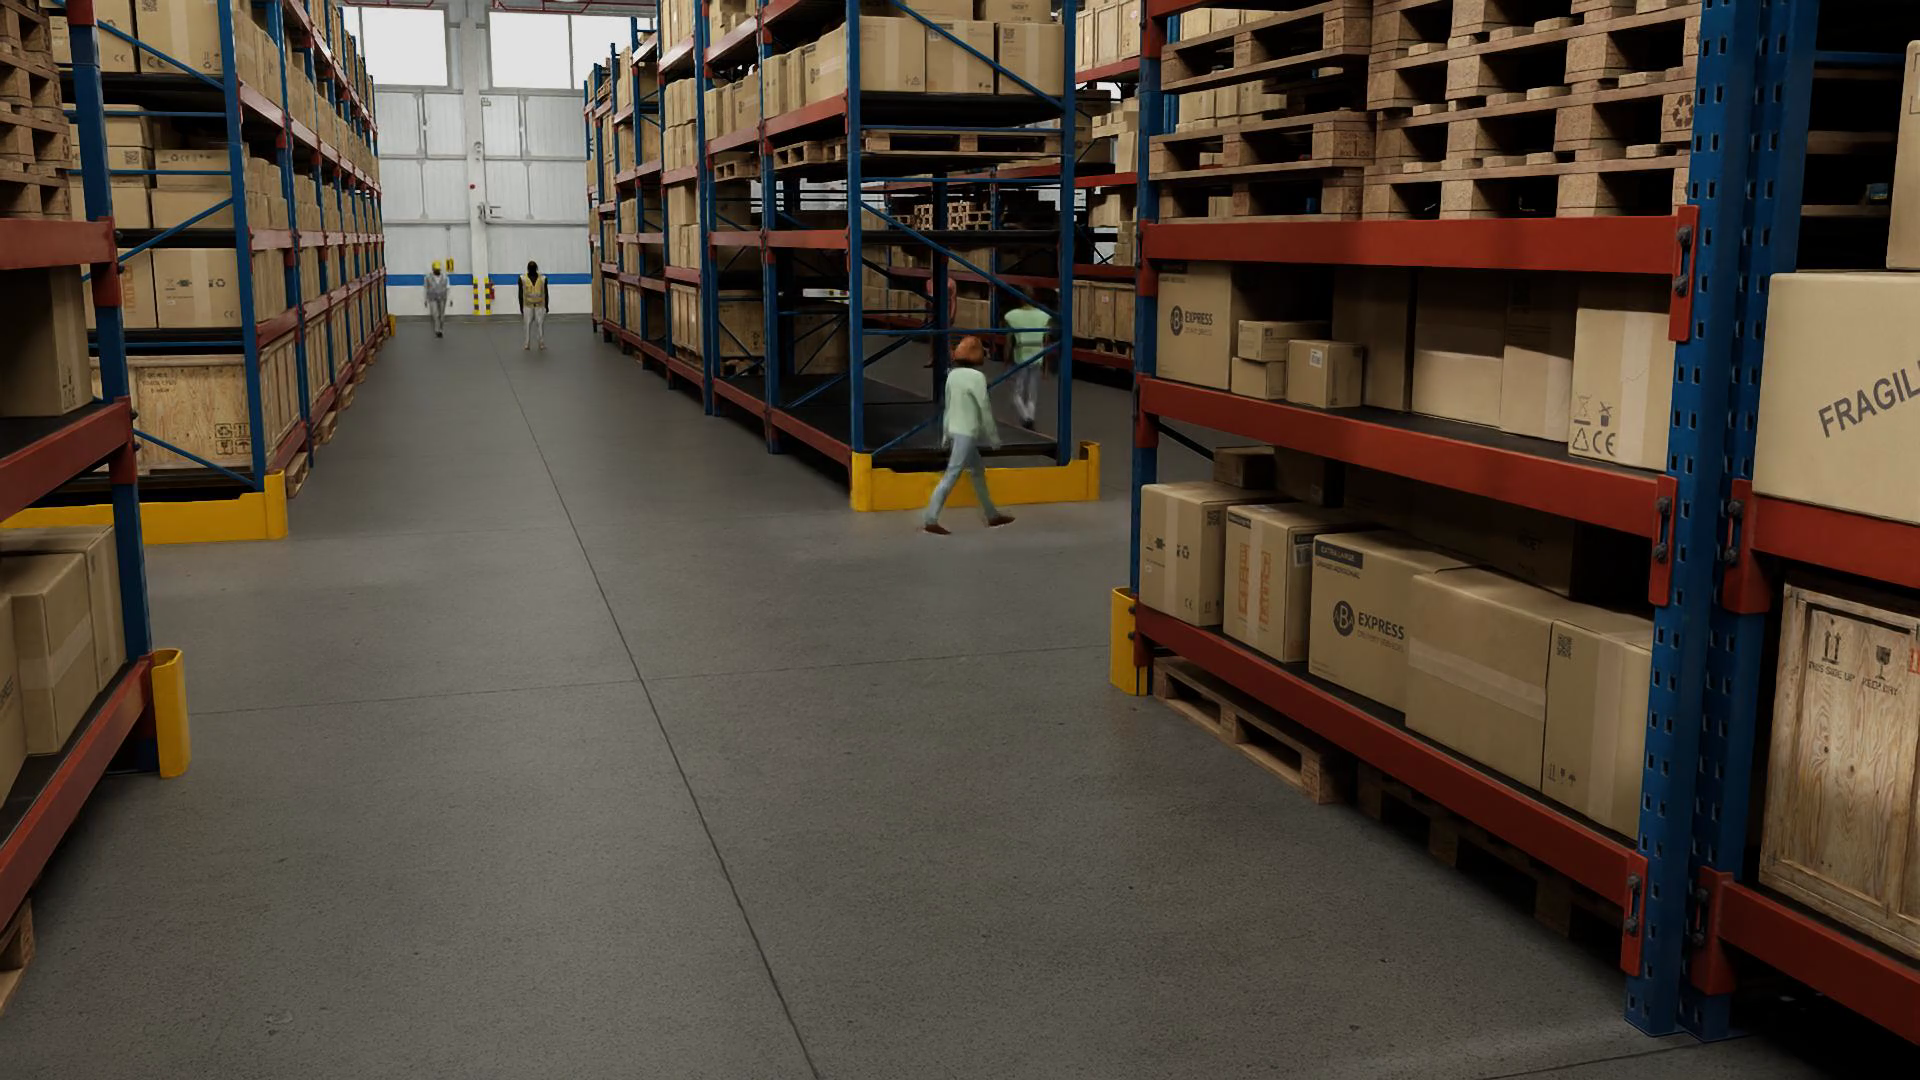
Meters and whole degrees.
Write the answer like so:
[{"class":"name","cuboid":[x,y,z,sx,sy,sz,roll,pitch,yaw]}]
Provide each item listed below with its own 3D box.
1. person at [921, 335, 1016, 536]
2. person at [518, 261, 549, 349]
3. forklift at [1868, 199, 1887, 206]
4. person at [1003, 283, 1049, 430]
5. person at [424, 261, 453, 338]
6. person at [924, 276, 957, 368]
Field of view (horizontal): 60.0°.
[{"class":"person","cuboid":[0.047,-0.830,13.196,0.898,1.579,0.497,-5,11,-25]},{"class":"person","cuboid":[-8.931,-4.917,34.875,0.624,1.845,0.430,-4,11,-20]},{"class":"forklift","cuboid":[11.338,-2.915,21.052,1.129,2.768,1.873,-3,11,-17]},{"class":"person","cuboid":[0.769,-2.009,18.966,0.570,1.830,0.548,-3,11,-18]},{"class":"person","cuboid":[-12.206,-5.625,38.930,0.615,1.782,0.950,-5,12,-27]},{"class":"person","cuboid":[-0.378,-4.023,29.798,0.654,1.904,0.407,6,12,29]}]
